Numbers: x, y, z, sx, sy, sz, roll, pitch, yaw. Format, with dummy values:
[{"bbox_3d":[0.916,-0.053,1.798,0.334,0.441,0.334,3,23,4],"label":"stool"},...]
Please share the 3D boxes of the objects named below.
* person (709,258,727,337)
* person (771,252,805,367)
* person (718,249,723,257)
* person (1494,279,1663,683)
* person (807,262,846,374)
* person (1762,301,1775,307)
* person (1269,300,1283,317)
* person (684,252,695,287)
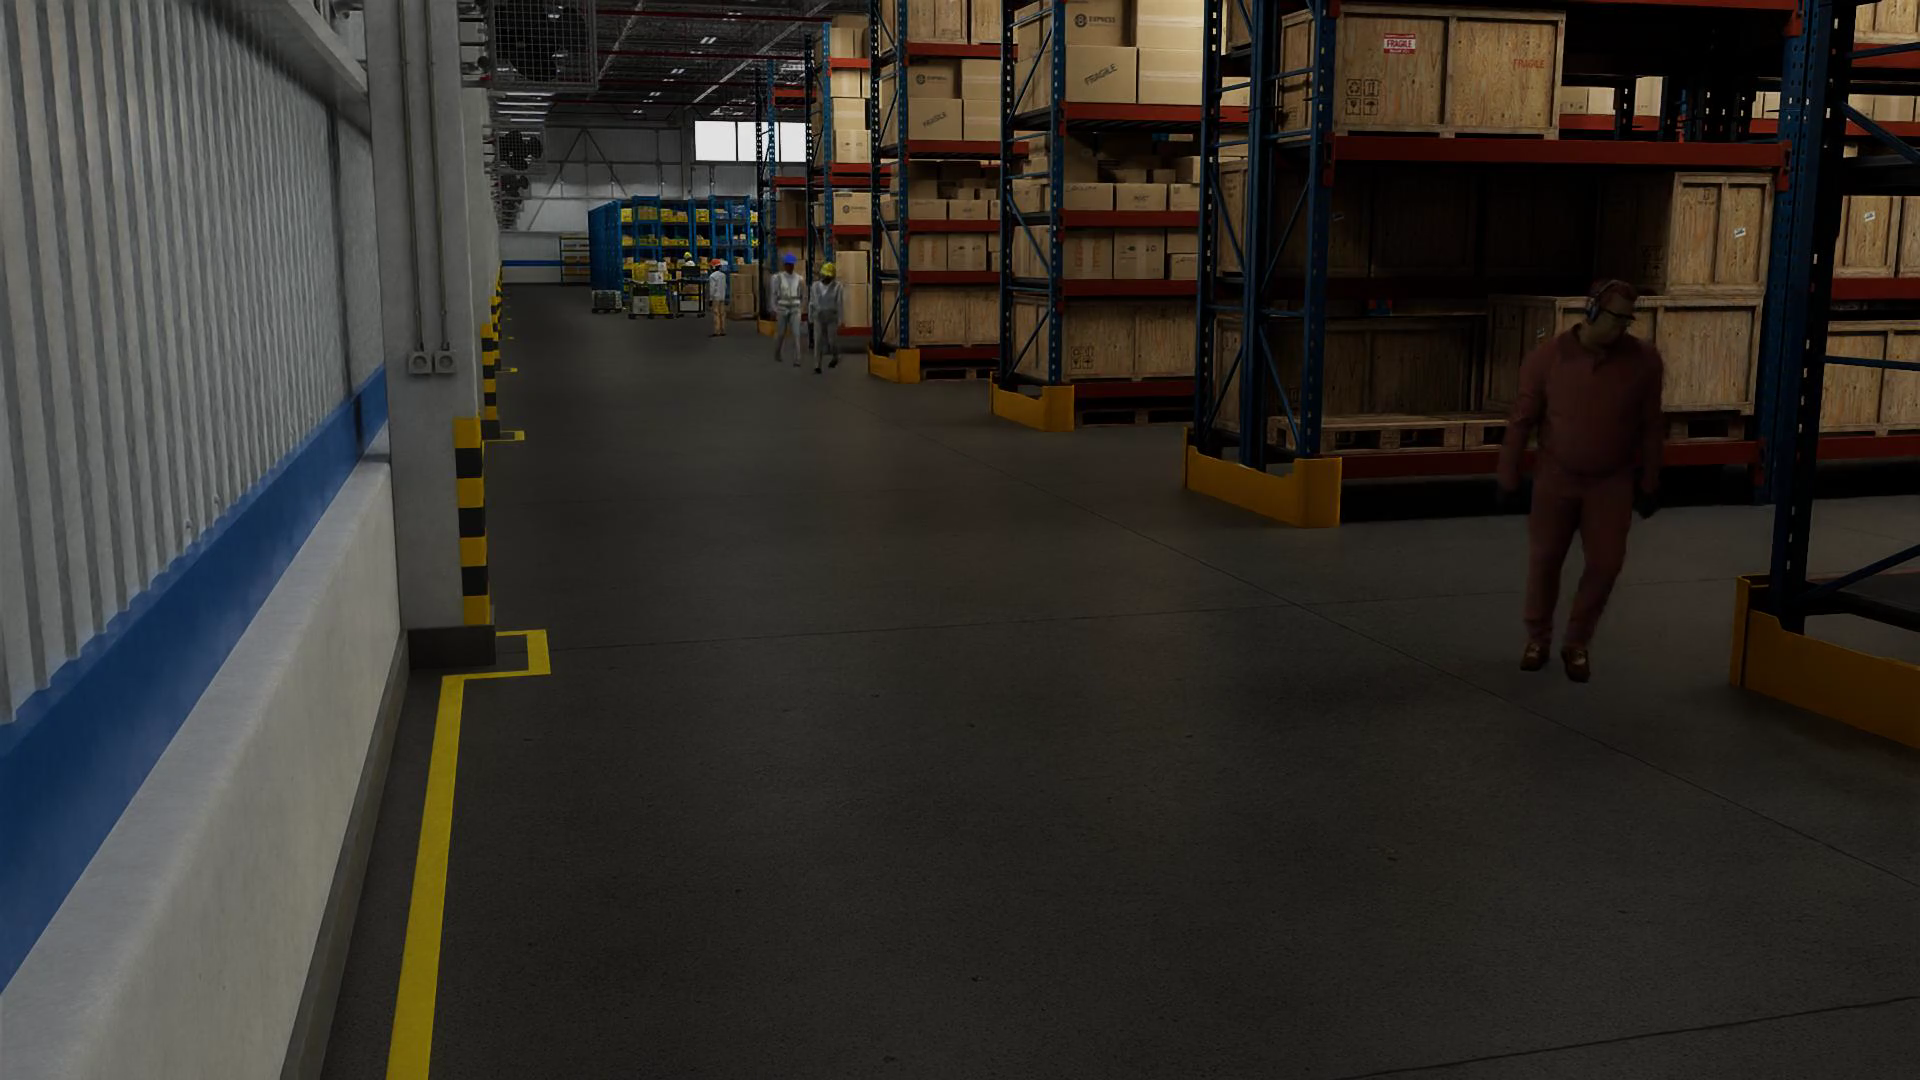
[{"bbox_3d":[-5.445,-5.416,37.228,0.324,1.752,0.562,4,11,24],"label":"person"},{"bbox_3d":[-2.920,-3.900,28.168,0.617,1.926,0.769,-3,11,-18],"label":"person"},{"bbox_3d":[-9.969,-11.055,68.597,0.961,1.948,0.631,-4,11,-20],"label":"person"},{"bbox_3d":[2.878,-0.272,7.755,0.741,1.868,0.620,2,10,13],"label":"person"},{"bbox_3d":[-2.112,-3.559,26.621,0.634,1.791,0.724,2,10,14],"label":"person"},{"bbox_3d":[8.201,-1.957,17.289,0.631,1.894,1.009,10,14,43],"label":"person"},{"bbox_3d":[2.998,-1.663,16.331,0.583,1.616,0.486,1,10,4],"label":"person"},{"bbox_3d":[-9.078,-8.709,55.668,0.403,1.826,0.595,3,11,18],"label":"person"}]
